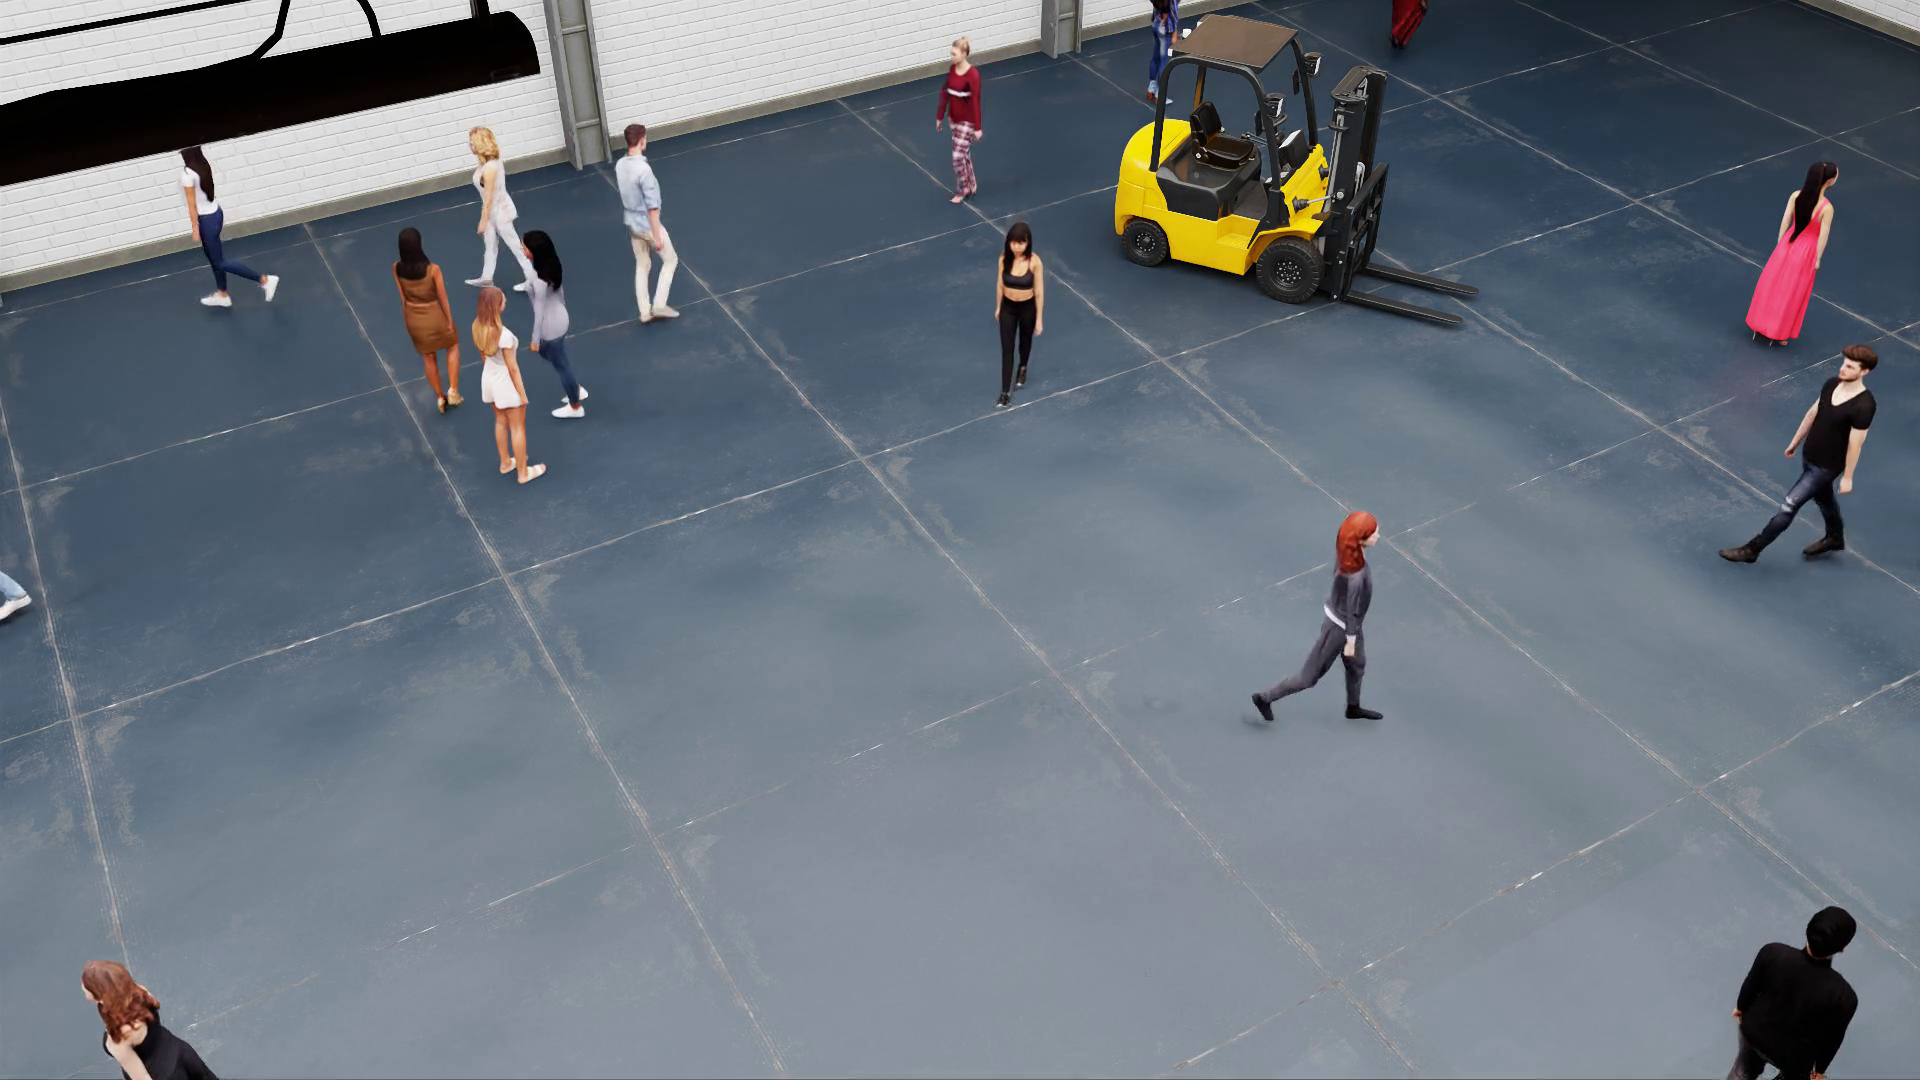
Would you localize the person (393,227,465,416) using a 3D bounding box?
[{"bbox_3d":[-4.369,-1.732,13.592,0.654,1.677,0.733,0,39,0],"label":"person"}]

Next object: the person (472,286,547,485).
[{"bbox_3d":[-3.554,-1.203,12.918,0.640,1.692,0.639,29,47,31],"label":"person"}]

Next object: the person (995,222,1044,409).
[{"bbox_3d":[0.519,-1.960,13.930,1.031,1.611,1.053,7,39,9],"label":"person"}]

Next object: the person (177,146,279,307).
[{"bbox_3d":[-6.640,-2.841,14.916,1.073,1.758,0.831,-3,39,-4],"label":"person"}]

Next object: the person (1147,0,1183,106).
[{"bbox_3d":[2.288,-5.690,18.595,0.604,1.617,0.649,-13,40,-16],"label":"person"}]

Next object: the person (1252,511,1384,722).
[{"bbox_3d":[2.361,0.547,10.678,1.188,1.751,1.011,3,39,4],"label":"person"}]

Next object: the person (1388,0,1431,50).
[{"bbox_3d":[5.304,-6.594,19.716,0.817,1.631,0.913,28,46,30],"label":"person"}]

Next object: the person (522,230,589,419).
[{"bbox_3d":[-3.218,-1.732,13.554,0.740,1.724,0.719,-1,39,-1],"label":"person"}]

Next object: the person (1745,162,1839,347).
[{"bbox_3d":[7.286,-2.486,14.492,0.585,1.732,0.627,-24,44,-27],"label":"person"}]

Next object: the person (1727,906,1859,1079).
[{"bbox_3d":[4.065,2.488,8.276,0.762,1.717,0.730,-28,46,-30],"label":"person"}]

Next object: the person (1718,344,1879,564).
[{"bbox_3d":[6.316,-0.576,12.005,1.336,1.851,1.063,-3,39,-3],"label":"person"}]

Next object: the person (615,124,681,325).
[{"bbox_3d":[-2.885,-2.747,14.748,0.741,1.821,0.795,-27,46,-30],"label":"person"}]

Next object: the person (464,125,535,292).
[{"bbox_3d":[-4.114,-2.989,15.196,0.997,1.640,0.757,-9,39,-11],"label":"person"}]

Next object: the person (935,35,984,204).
[{"bbox_3d":[0.086,-4.238,16.716,0.687,1.694,0.707,-27,46,-30],"label":"person"}]

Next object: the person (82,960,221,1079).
[{"bbox_3d":[-3.779,2.624,8.125,1.219,1.693,0.925,-3,39,-4],"label":"person"}]
